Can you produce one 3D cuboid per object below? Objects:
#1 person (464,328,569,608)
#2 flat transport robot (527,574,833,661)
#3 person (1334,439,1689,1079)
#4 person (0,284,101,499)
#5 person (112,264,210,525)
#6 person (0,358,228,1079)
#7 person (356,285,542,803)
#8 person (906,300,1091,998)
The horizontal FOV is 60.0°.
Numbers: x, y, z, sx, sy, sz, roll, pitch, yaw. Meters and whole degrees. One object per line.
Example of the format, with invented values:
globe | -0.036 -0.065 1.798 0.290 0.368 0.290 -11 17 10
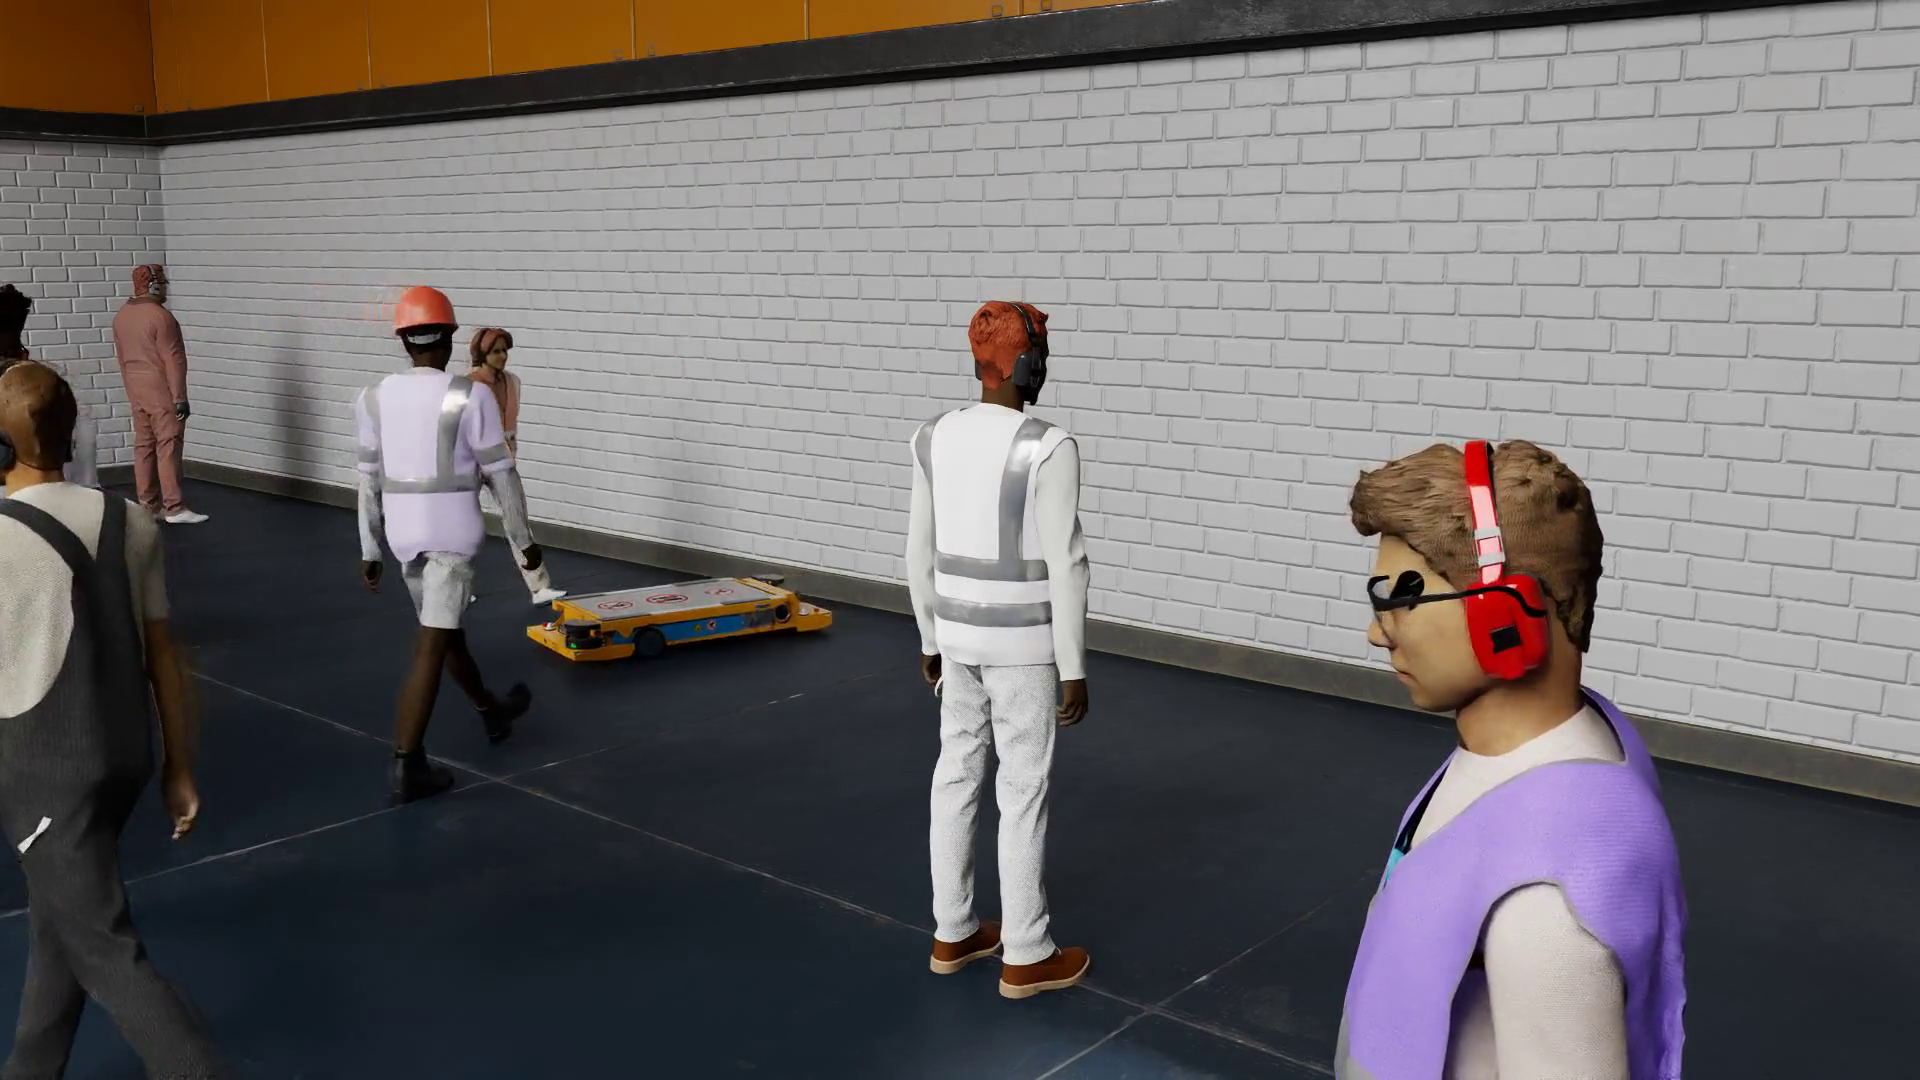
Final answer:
person | -2.630 -0.395 9.315 0.908 1.576 0.528 6 12 30
flat transport robot | -1.442 0.386 8.618 1.431 0.197 0.652 -7 12 -34
person | 0.572 0.809 1.751 0.386 1.838 0.563 3 10 17
person | -2.824 0.209 4.869 0.565 1.943 0.642 8 13 37
person | -5.878 -1.064 12.220 0.641 1.908 0.408 6 11 30
person | -1.868 0.512 3.577 0.977 1.803 0.526 3 11 19
person | -1.943 -0.023 6.357 0.574 1.868 1.025 3 10 17
person | 0.109 0.296 4.538 0.584 1.882 0.337 9 13 41
